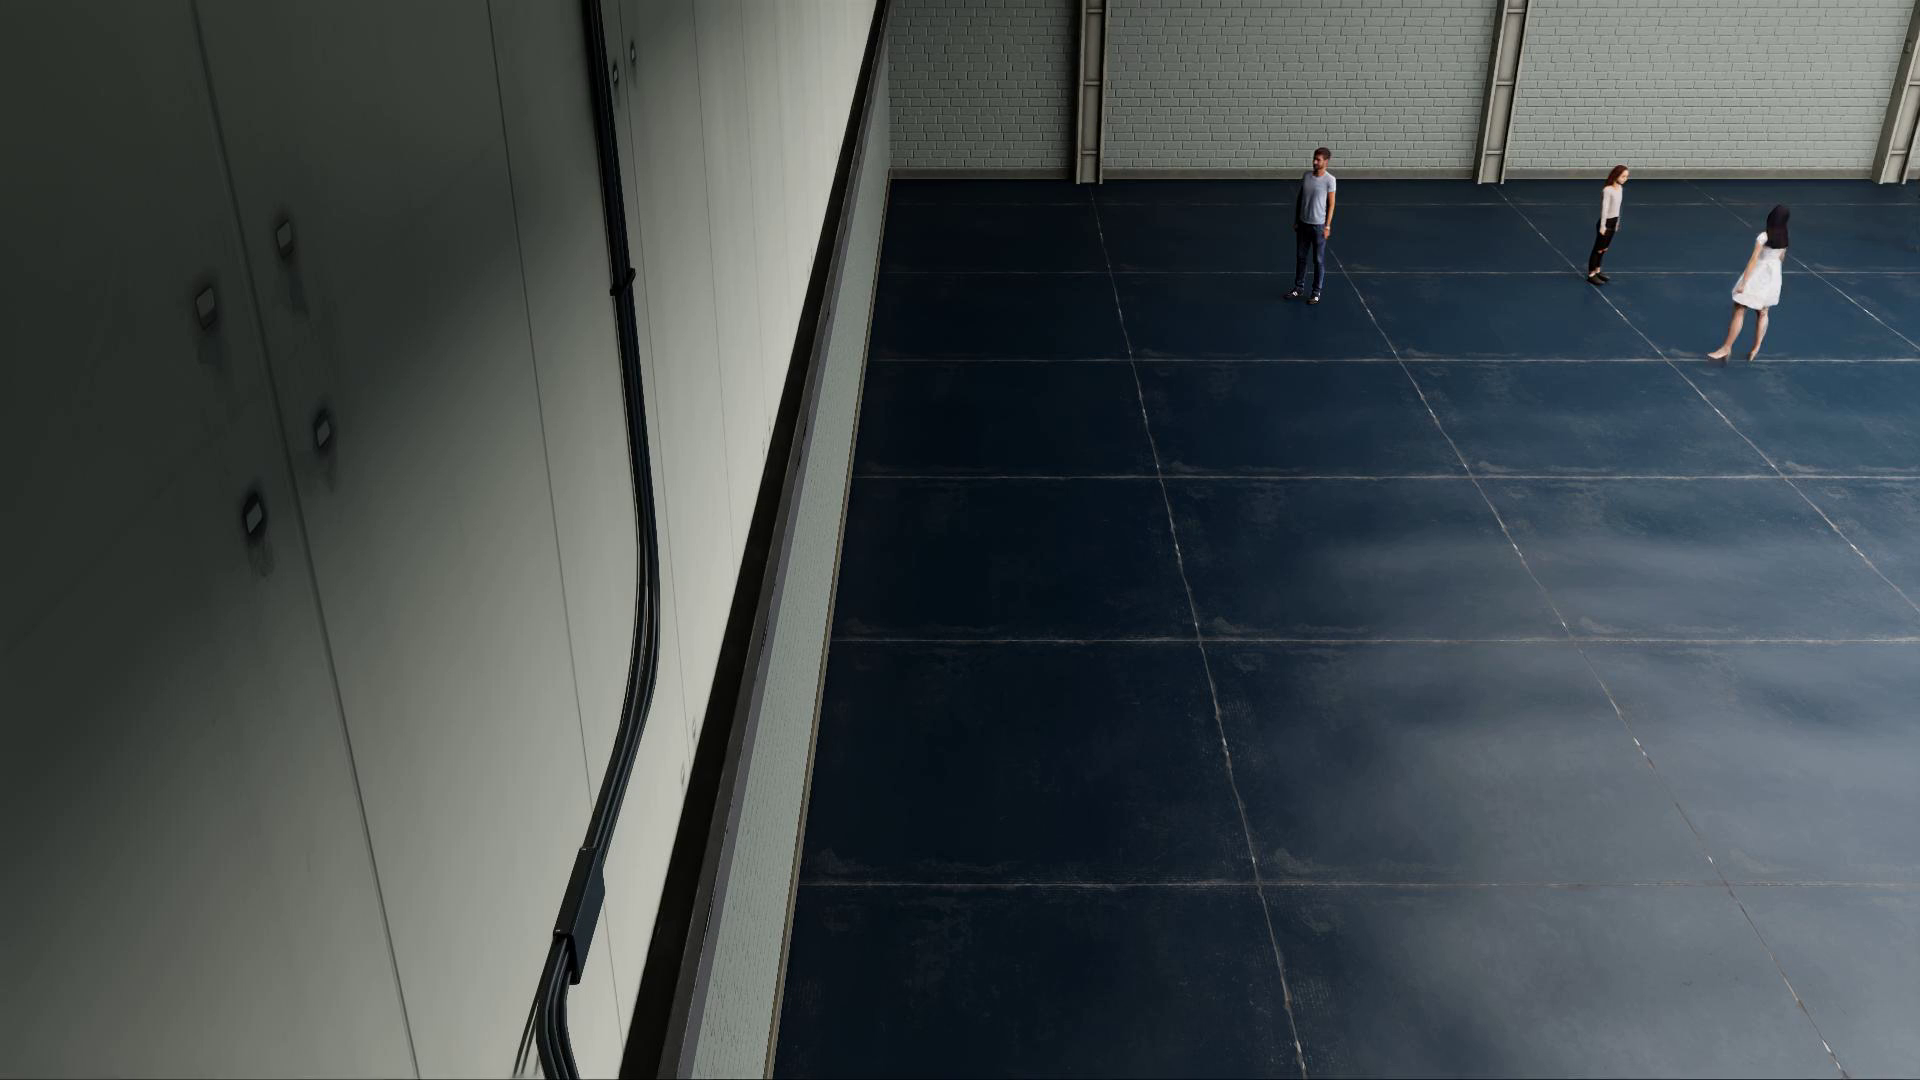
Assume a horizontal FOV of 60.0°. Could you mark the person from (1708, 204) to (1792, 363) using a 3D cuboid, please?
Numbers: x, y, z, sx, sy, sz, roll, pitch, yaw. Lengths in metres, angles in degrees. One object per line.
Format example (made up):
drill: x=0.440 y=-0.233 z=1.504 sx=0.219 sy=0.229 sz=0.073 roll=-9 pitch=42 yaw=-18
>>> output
person: x=8.728 y=-2.780 z=18.200 sx=0.711 sy=1.752 sz=0.996 roll=-13 pitch=31 yaw=-23

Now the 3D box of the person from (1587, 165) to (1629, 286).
person: x=8.026 y=-3.931 z=20.647 sx=0.669 sy=1.484 sz=0.614 roll=24 pitch=36 yaw=37

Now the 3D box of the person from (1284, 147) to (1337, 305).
person: x=4.247 y=-3.792 z=19.980 sx=0.697 sy=1.865 sz=0.776 roll=22 pitch=35 yaw=35
